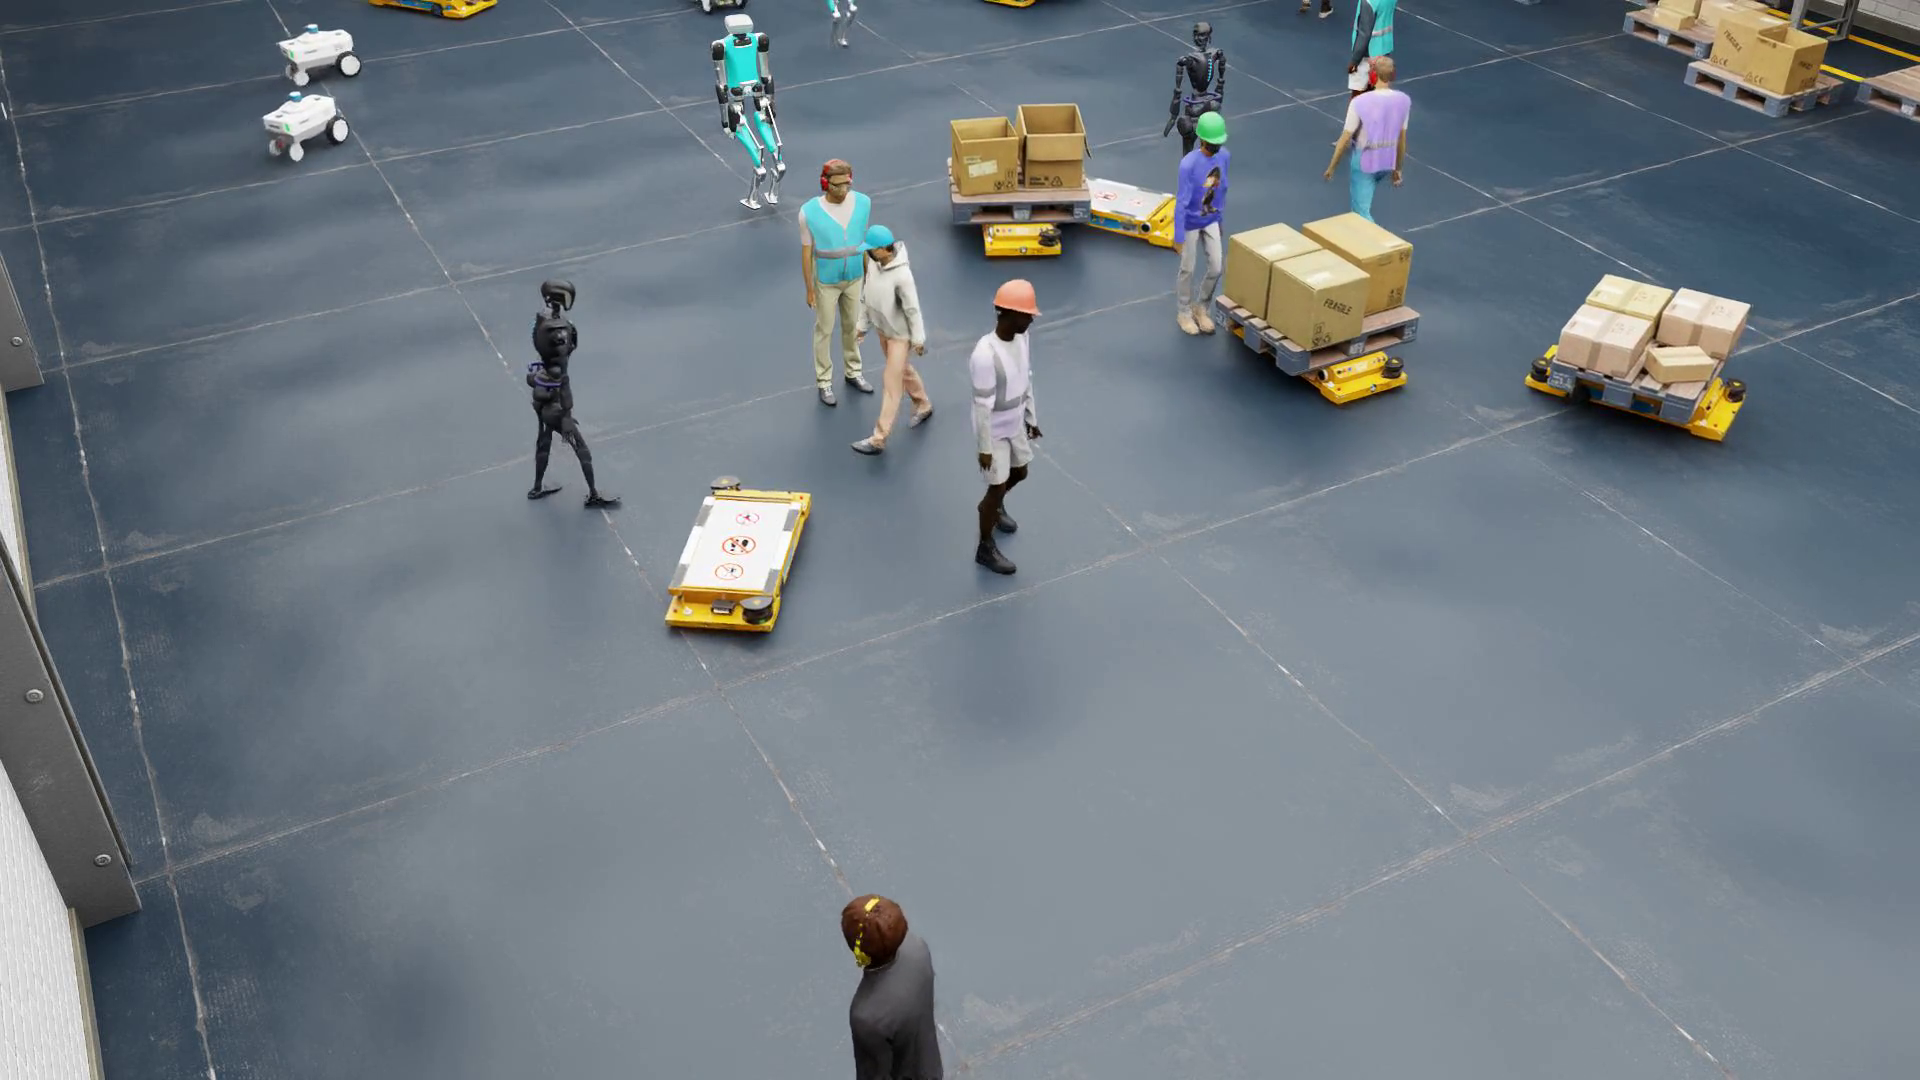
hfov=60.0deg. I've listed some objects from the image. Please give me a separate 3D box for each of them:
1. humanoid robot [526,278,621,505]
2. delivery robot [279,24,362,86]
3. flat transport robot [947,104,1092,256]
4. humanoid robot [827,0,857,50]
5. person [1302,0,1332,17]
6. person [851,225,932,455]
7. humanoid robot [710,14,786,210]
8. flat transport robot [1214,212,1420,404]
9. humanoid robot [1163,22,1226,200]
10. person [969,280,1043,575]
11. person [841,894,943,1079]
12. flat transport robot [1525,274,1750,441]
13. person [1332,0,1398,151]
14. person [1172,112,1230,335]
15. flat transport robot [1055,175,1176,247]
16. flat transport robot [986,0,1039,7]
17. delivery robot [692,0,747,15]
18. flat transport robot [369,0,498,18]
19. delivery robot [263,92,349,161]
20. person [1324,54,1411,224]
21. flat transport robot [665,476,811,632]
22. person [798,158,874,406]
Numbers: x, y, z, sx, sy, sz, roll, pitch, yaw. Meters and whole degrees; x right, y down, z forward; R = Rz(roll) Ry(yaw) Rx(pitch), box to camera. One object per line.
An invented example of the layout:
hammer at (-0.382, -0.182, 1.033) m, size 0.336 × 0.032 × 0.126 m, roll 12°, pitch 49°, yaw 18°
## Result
humanoid robot at (-2.637, -0.958, 10.880) m, size 0.580 × 1.628 × 0.609 m, roll -15°, pitch 38°, yaw -20°
delivery robot at (-6.927, -5.273, 17.983) m, size 0.768 × 0.581 × 0.499 m, roll -25°, pitch 42°, yaw -31°
flat transport robot at (0.521, -2.927, 14.895) m, size 0.659 × 0.231 × 1.431 m, roll -1°, pitch 35°, yaw -2°
humanoid robot at (-1.375, -6.274, 18.446) m, size 0.550 × 1.847 × 0.719 m, roll -21°, pitch 40°, yaw -27°
person at (4.311, -7.088, 19.366) m, size 0.620 × 1.954 × 0.415 m, roll 17°, pitch 39°, yaw 23°
person at (-0.488, -1.413, 11.557) m, size 0.839 × 1.609 × 0.483 m, roll -24°, pitch 42°, yaw -30°
humanoid robot at (-1.791, -3.701, 14.604) m, size 0.533 × 1.677 × 0.735 m, roll -17°, pitch 39°, yaw -23°
flat transport robot at (2.736, -1.509, 12.870) m, size 0.659 × 0.231 × 1.431 m, roll -17°, pitch 39°, yaw -23°
humanoid robot at (2.130, -3.827, 14.944) m, size 0.599 × 1.653 × 0.315 m, roll -17°, pitch 39°, yaw -23°
person at (0.220, -0.725, 10.334) m, size 0.569 × 1.910 × 0.585 m, roll 24°, pitch 41°, yaw 30°
person at (-0.190, 2.071, 6.377) m, size 0.639 × 1.854 × 0.506 m, roll 13°, pitch 37°, yaw 18°
flat transport robot at (5.018, -1.150, 12.358) m, size 1.431 × 0.231 × 0.659 m, roll 21°, pitch 40°, yaw 27°
person at (3.939, -4.693, 15.960) m, size 0.414 × 1.938 × 0.566 m, roll 26°, pitch 43°, yaw 32°
person at (1.847, -2.415, 12.784) m, size 0.508 × 1.854 × 0.423 m, roll -14°, pitch 37°, yaw -19°
flat transport robot at (1.384, -2.980, 14.971) m, size 1.431 × 0.231 × 0.659 m, roll 18°, pitch 39°, yaw 24°
flat transport robot at (0.837, -6.902, 20.570) m, size 0.659 × 0.231 × 1.431 m, roll 18°, pitch 39°, yaw 24°
delivery robot at (-2.946, -6.661, 19.994) m, size 0.499 × 0.614 × 0.817 m, roll -22°, pitch 41°, yaw -28°
flat transport robot at (-6.372, -6.565, 20.089) m, size 1.431 × 0.231 × 0.659 m, roll 15°, pitch 38°, yaw 21°
delivery robot at (-6.441, -4.092, 16.321) m, size 0.499 × 0.609 × 0.807 m, roll 15°, pitch 38°, yaw 20°
person at (3.422, -3.061, 13.750) m, size 0.650 × 1.799 × 0.881 m, roll -15°, pitch 38°, yaw -20°
flat transport robot at (-1.395, 0.075, 10.609) m, size 0.659 × 0.231 × 1.431 m, roll 3°, pitch 35°, yaw 4°
person at (-0.882, -1.886, 12.034) m, size 0.563 × 1.846 × 0.391 m, roll -21°, pitch 40°, yaw -27°
